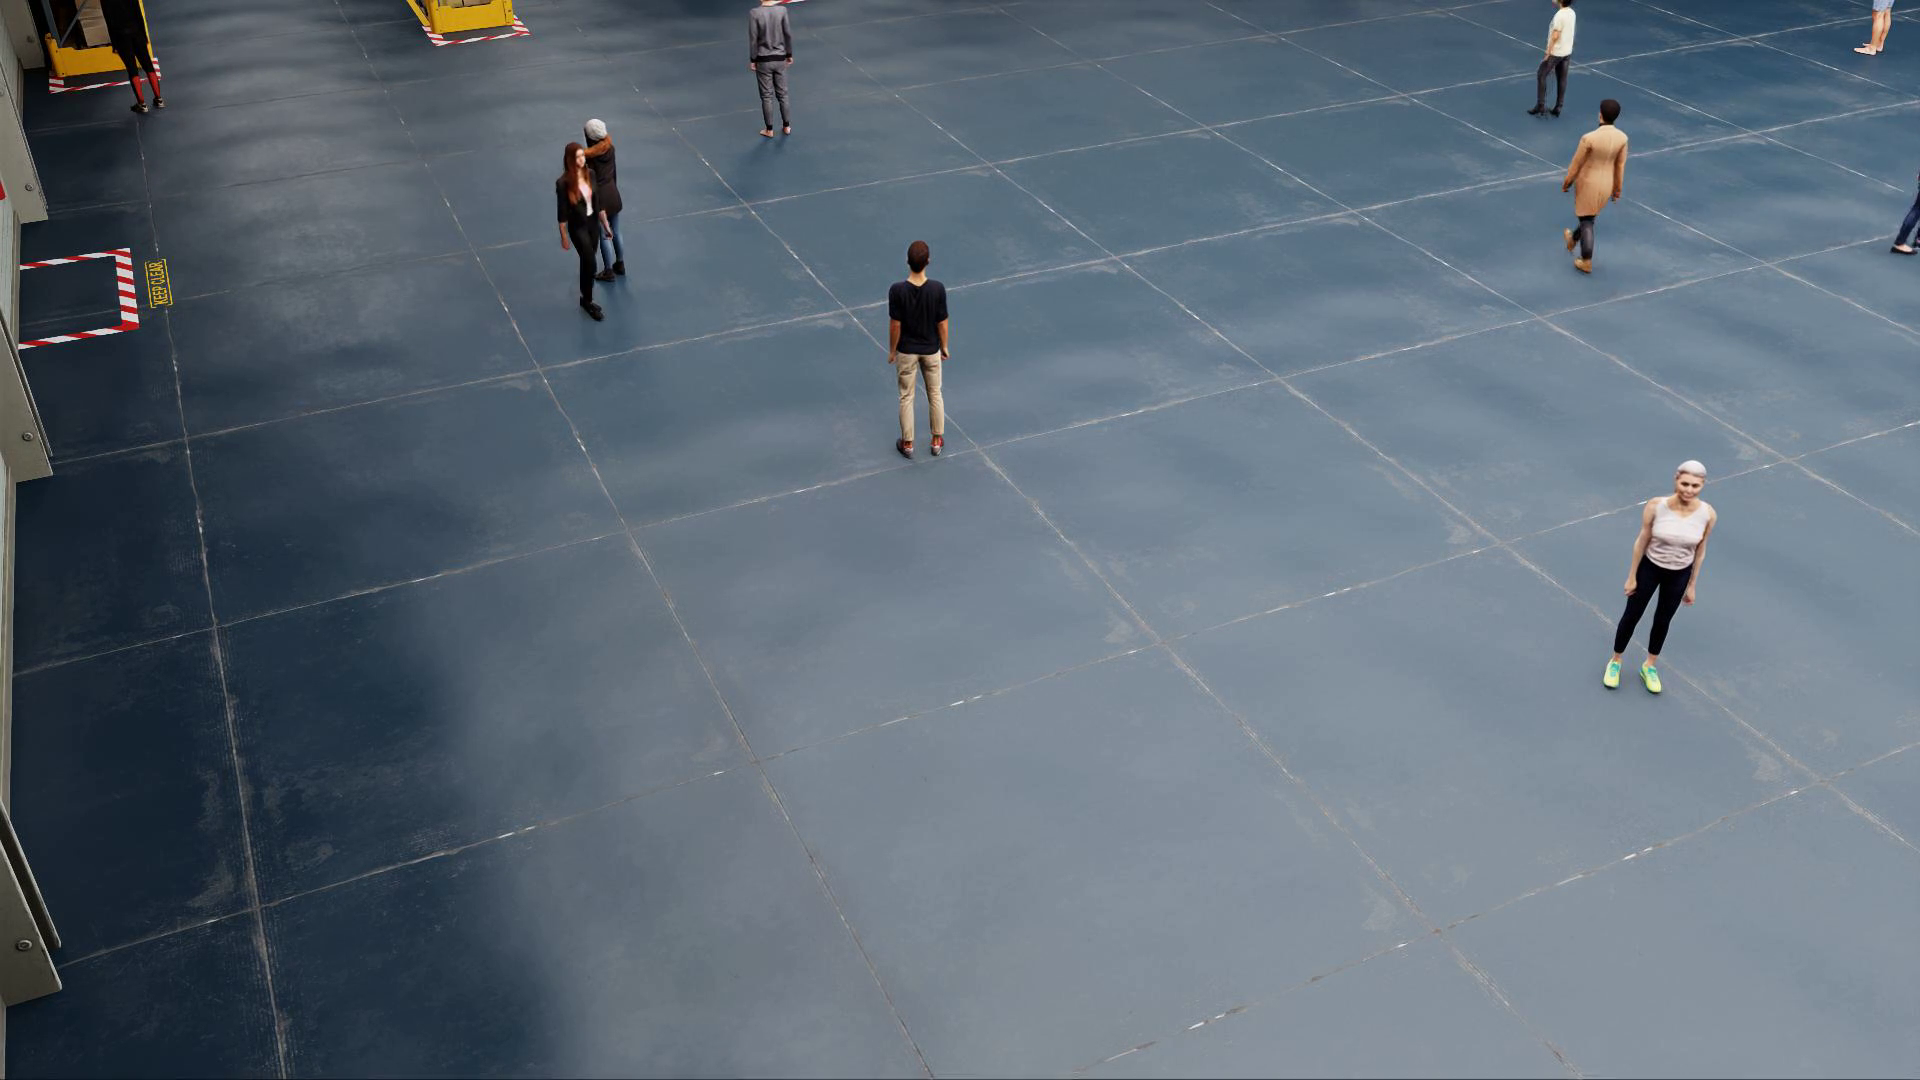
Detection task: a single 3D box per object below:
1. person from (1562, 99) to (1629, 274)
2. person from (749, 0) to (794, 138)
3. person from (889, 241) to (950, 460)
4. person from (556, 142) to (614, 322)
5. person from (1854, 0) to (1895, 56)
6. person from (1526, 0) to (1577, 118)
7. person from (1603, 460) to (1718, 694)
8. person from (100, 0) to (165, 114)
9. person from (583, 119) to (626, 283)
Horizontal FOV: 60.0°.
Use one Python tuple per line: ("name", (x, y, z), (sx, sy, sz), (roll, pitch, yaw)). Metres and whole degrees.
("person", (6.342, -3.483, 16.538), (0.882, 1.695, 1.125), (-4, 33, -5))
("person", (-2.264, -5.767, 19.913), (0.692, 1.844, 0.523), (-13, 35, -20))
("person", (-0.329, -1.523, 13.374), (0.691, 1.859, 0.614), (-6, 33, -8))
("person", (-3.618, -2.954, 15.723), (0.829, 1.696, 0.760), (21, 38, 28))
("person", (12.702, -7.596, 22.725), (0.672, 1.844, 0.625), (-24, 40, -32))
("person", (7.401, -5.998, 20.515), (0.657, 1.574, 0.668), (-21, 38, -29))
("person", (4.573, 0.222, 10.833), (0.679, 1.702, 0.712), (6, 34, 10))
("person", (-10.345, -6.266, 20.713), (0.673, 1.808, 0.696), (27, 42, 35))
("person", (-3.521, -3.362, 16.407), (0.796, 1.634, 0.751), (16, 36, 23))
